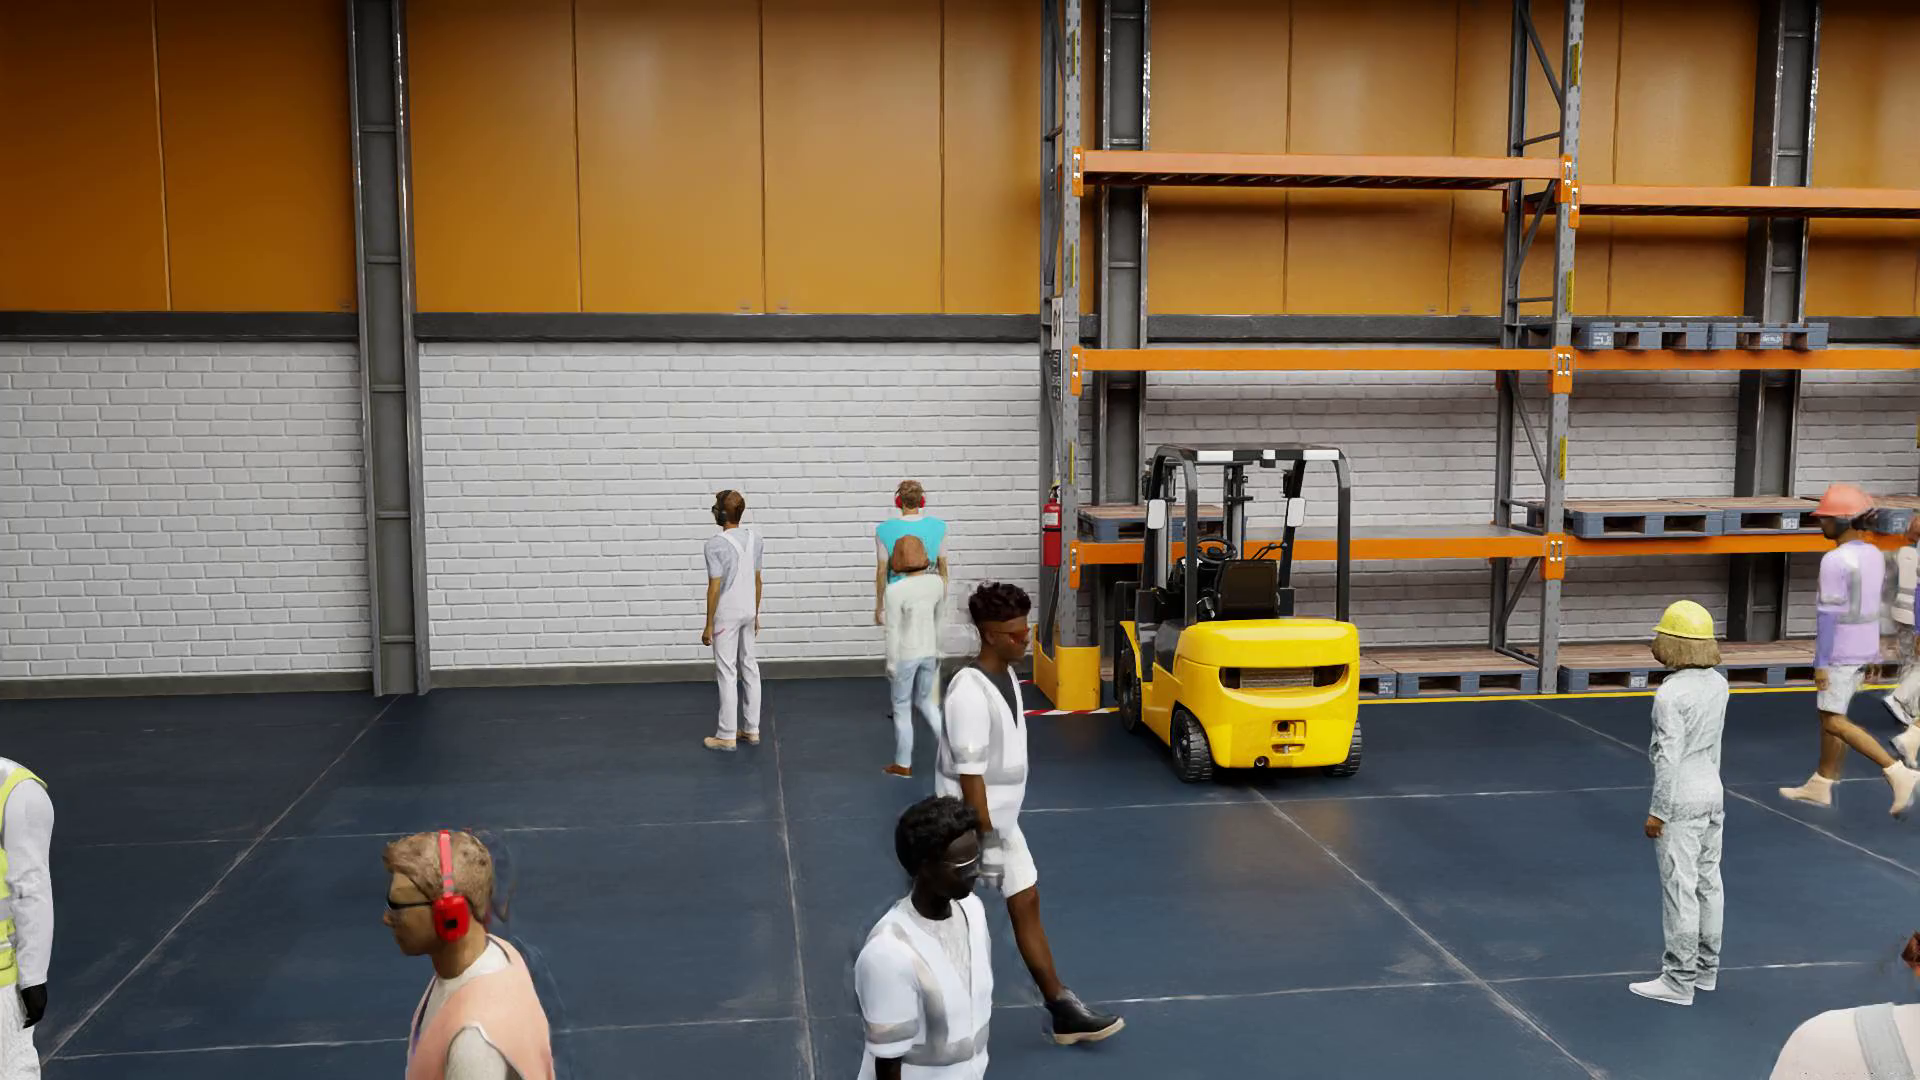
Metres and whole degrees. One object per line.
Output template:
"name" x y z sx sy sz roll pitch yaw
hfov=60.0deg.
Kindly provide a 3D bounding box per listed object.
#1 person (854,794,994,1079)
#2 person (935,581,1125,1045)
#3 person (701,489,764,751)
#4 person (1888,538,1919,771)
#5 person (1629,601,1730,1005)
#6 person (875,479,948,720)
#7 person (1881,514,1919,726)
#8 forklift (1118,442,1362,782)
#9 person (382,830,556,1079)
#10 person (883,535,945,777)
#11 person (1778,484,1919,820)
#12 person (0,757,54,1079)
"person" -0.099 1.487 4.362 0.400 1.689 0.542 4 8 33
"person" 0.123 1.111 6.675 1.018 1.905 0.619 2 7 21
"person" -1.612 0.562 11.747 0.345 1.847 0.507 5 8 38
"person" 6.601 0.561 11.082 0.966 2.008 0.629 -2 7 -19
"person" 3.128 1.129 7.223 0.485 1.744 0.309 -5 8 -38
"person" -0.358 0.463 12.610 0.566 1.844 0.382 -2 7 -15
"person" 7.083 0.605 12.347 0.440 1.624 0.517 -1 7 -10
"forklift" 1.912 0.418 11.496 1.214 2.155 2.313 -1 7 -8
"person" -1.083 1.515 3.620 0.978 1.793 0.592 -3 7 -22
"person" -0.278 0.772 10.856 0.512 1.619 0.528 -6 9 -41
"person" 5.408 0.679 9.995 0.616 2.021 0.827 -5 8 -38
"person" -3.097 1.332 5.093 0.636 1.830 0.429 0 7 0
